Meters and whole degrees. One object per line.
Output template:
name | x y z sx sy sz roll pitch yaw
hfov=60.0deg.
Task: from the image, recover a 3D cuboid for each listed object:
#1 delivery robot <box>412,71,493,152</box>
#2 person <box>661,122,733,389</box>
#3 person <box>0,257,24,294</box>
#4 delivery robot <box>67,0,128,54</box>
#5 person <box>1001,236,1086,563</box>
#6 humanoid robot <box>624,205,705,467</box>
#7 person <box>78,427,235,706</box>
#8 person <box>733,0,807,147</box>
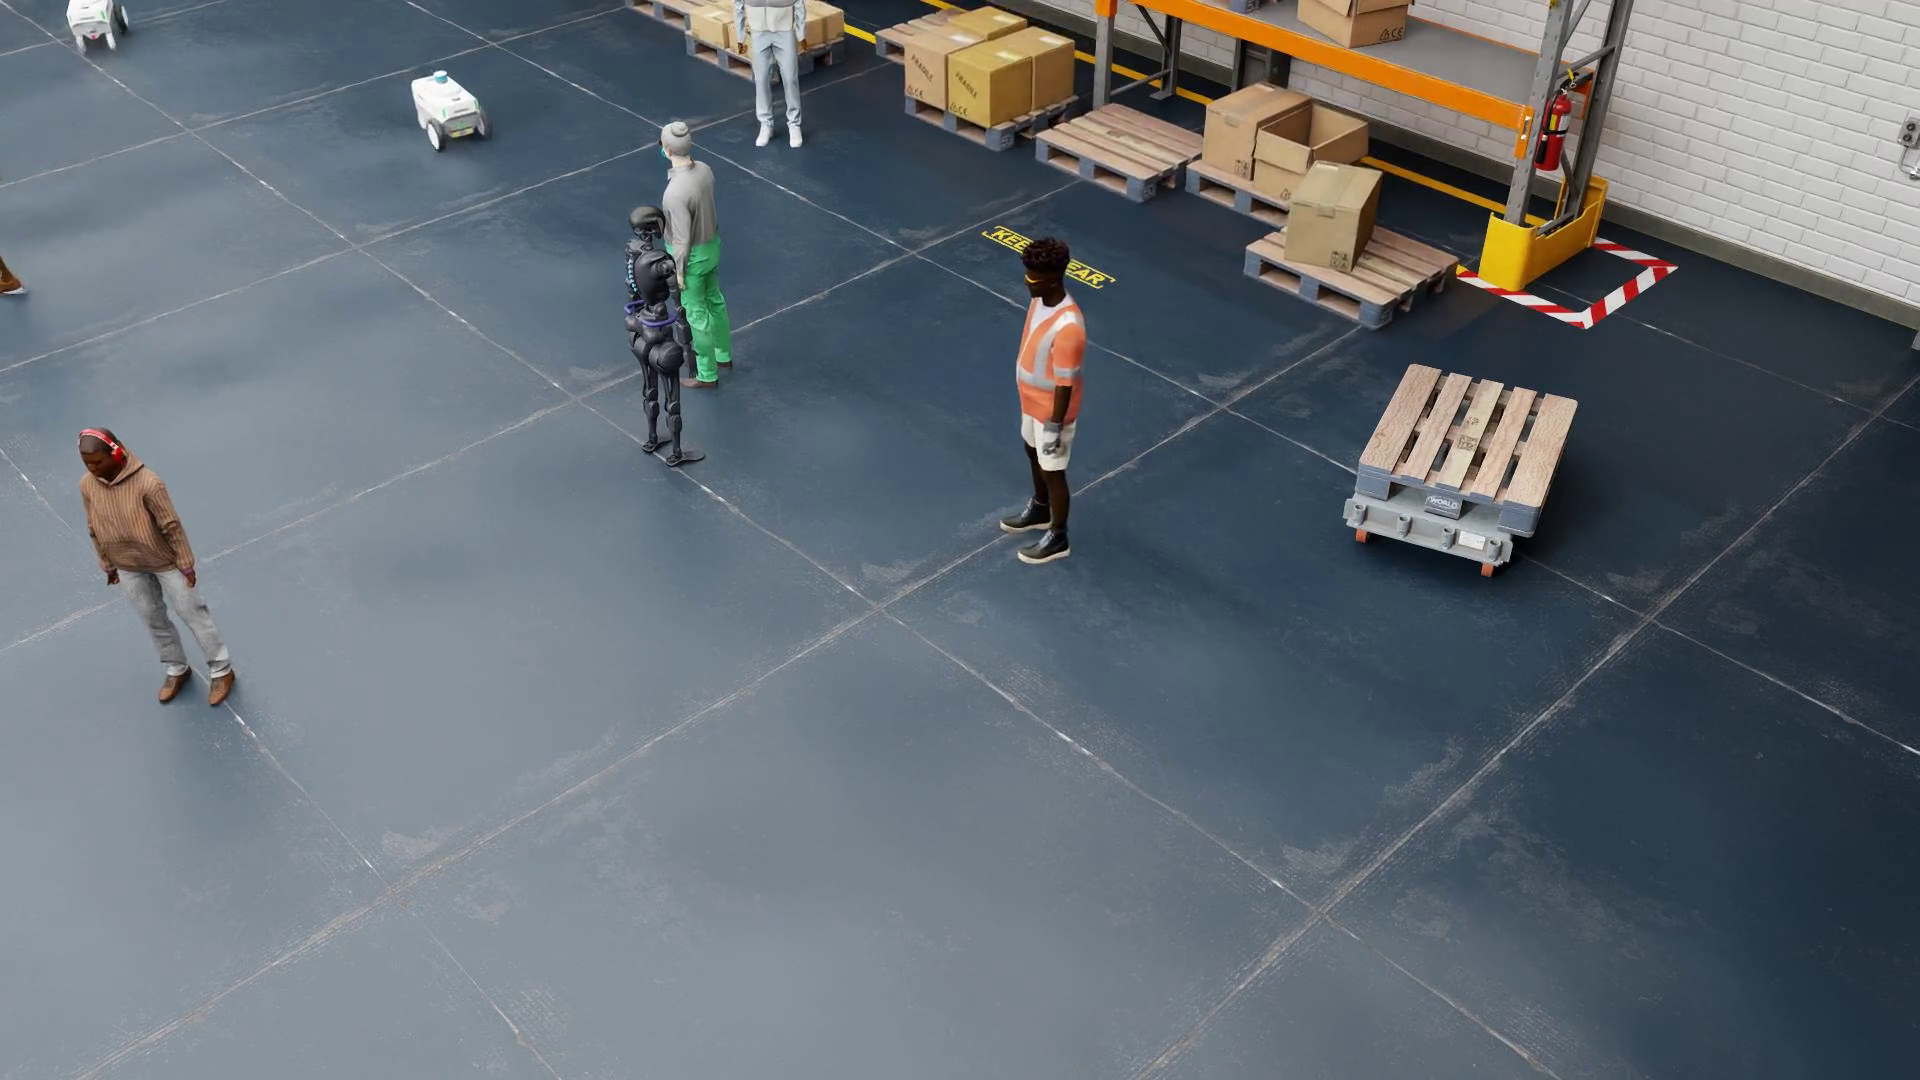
delivery robot | -4.376 -3.695 14.180 0.499 0.586 0.780 -24 43 -28
person | -1.710 -1.829 10.649 0.327 1.842 0.521 11 38 14
person | -7.271 -2.544 11.628 0.949 1.801 0.507 -1 37 -2
delivery robot | -8.336 -5.045 15.990 0.499 0.613 0.816 -11 39 -15
person | 0.469 -0.762 9.144 0.387 1.959 0.609 -8 38 -10
humanoid robot | -1.815 -1.239 9.994 0.315 1.657 0.599 -28 45 -32
person | -4.008 0.116 8.238 0.474 1.641 0.333 2 37 2
person | -1.563 -4.198 13.736 0.595 1.908 0.409 0 37 0
